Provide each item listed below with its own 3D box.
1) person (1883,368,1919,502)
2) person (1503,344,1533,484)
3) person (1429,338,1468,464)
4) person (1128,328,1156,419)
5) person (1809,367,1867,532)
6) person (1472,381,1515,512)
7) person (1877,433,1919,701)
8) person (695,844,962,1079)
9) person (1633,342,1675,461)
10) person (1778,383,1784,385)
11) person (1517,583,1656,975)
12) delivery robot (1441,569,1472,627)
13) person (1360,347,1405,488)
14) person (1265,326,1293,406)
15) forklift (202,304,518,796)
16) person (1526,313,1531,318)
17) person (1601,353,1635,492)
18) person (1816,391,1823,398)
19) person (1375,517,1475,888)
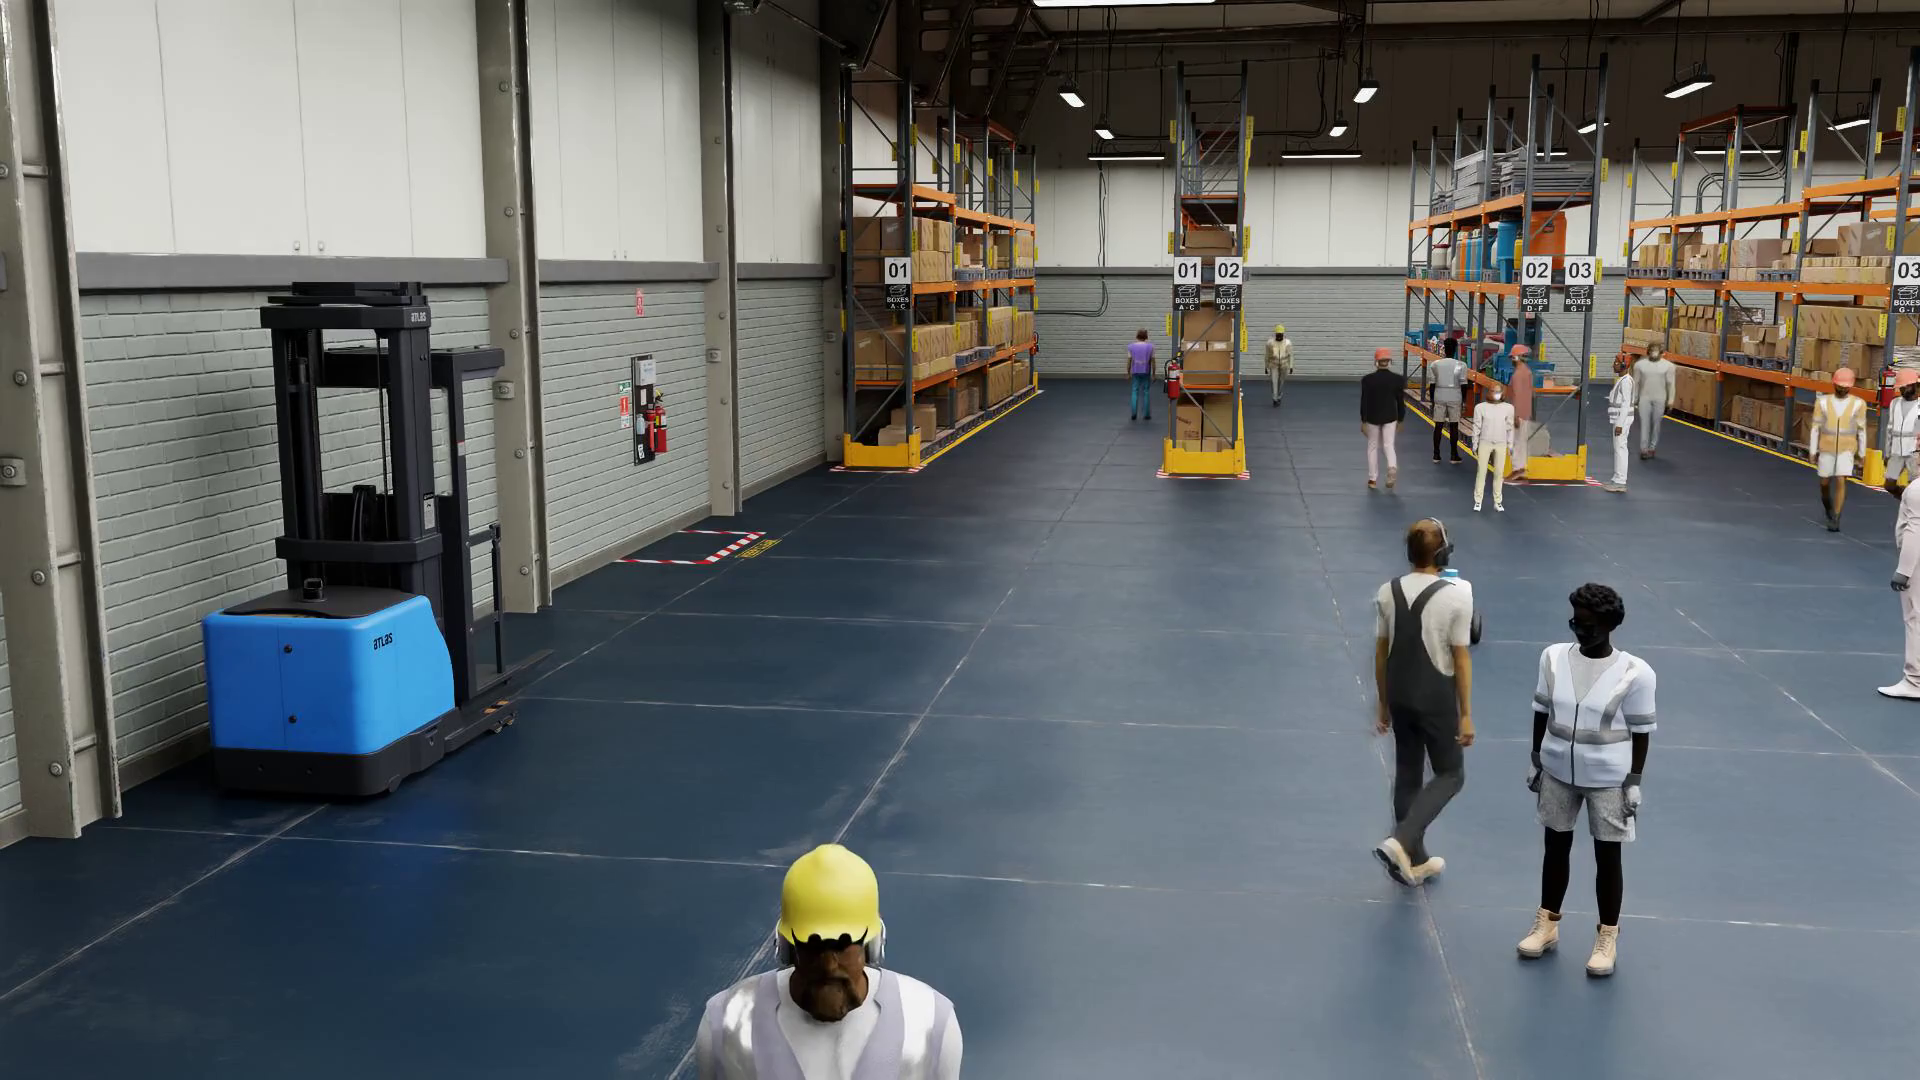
[{"bbox_3d":[10.738,-0.980,18.783,0.511,1.913,0.628,-5,10,-27],"label":"person"},{"bbox_3d":[7.931,-1.793,23.665,0.430,1.966,0.615,7,12,37],"label":"person"},{"bbox_3d":[7.661,-2.189,26.091,0.610,1.966,0.364,6,11,32],"label":"person"},{"bbox_3d":[3.690,-3.378,33.797,0.571,1.843,0.376,2,9,11],"label":"person"},{"bbox_3d":[10.278,-1.083,19.468,0.591,1.908,0.683,5,11,30],"label":"person"},{"bbox_3d":[6.679,-1.173,20.854,0.509,1.631,0.270,1,9,8],"label":"person"},{"bbox_3d":[6.802,0.174,11.725,0.639,1.902,0.407,-5,11,-29],"label":"person"},{"bbox_3d":[-0.281,1.533,3.545,0.590,1.836,0.404,-1,9,-6],"label":"person"},{"bbox_3d":[11.043,-2.214,26.513,0.647,1.885,1.009,4,10,23],"label":"person"},{"bbox_3d":[17.665,-3.763,35.646,0.635,2.021,0.638,0,9,3],"label":"person"},{"bbox_3d":[2.701,1.014,7.174,0.529,1.694,0.321,9,13,42],"label":"person"},{"bbox_3d":[4.062,0.486,13.779,0.477,0.478,0.707,3,9,16],"label":"delivery robot"},{"bbox_3d":[5.831,-1.674,22.927,0.621,1.972,0.769,0,9,2],"label":"person"},{"bbox_3d":[7.150,-3.907,37.255,0.609,1.789,0.921,1,9,5],"label":"person"},{"bbox_3d":[-3.673,-0.038,10.147,1.129,2.768,1.873,1,9,9],"label":"forklift"},{"bbox_3d":[13.679,-4.494,40.257,0.615,1.987,0.406,-5,10,-27],"label":"person"},{"bbox_3d":[9.054,-1.617,22.828,0.355,1.882,0.576,3,10,16],"label":"person"},{"bbox_3d":[19.501,-3.965,37.476,0.656,1.827,0.449,4,10,21],"label":"person"},{"bbox_3d":[2.218,0.806,8.037,0.536,1.834,0.537,-8,12,-41],"label":"person"}]
